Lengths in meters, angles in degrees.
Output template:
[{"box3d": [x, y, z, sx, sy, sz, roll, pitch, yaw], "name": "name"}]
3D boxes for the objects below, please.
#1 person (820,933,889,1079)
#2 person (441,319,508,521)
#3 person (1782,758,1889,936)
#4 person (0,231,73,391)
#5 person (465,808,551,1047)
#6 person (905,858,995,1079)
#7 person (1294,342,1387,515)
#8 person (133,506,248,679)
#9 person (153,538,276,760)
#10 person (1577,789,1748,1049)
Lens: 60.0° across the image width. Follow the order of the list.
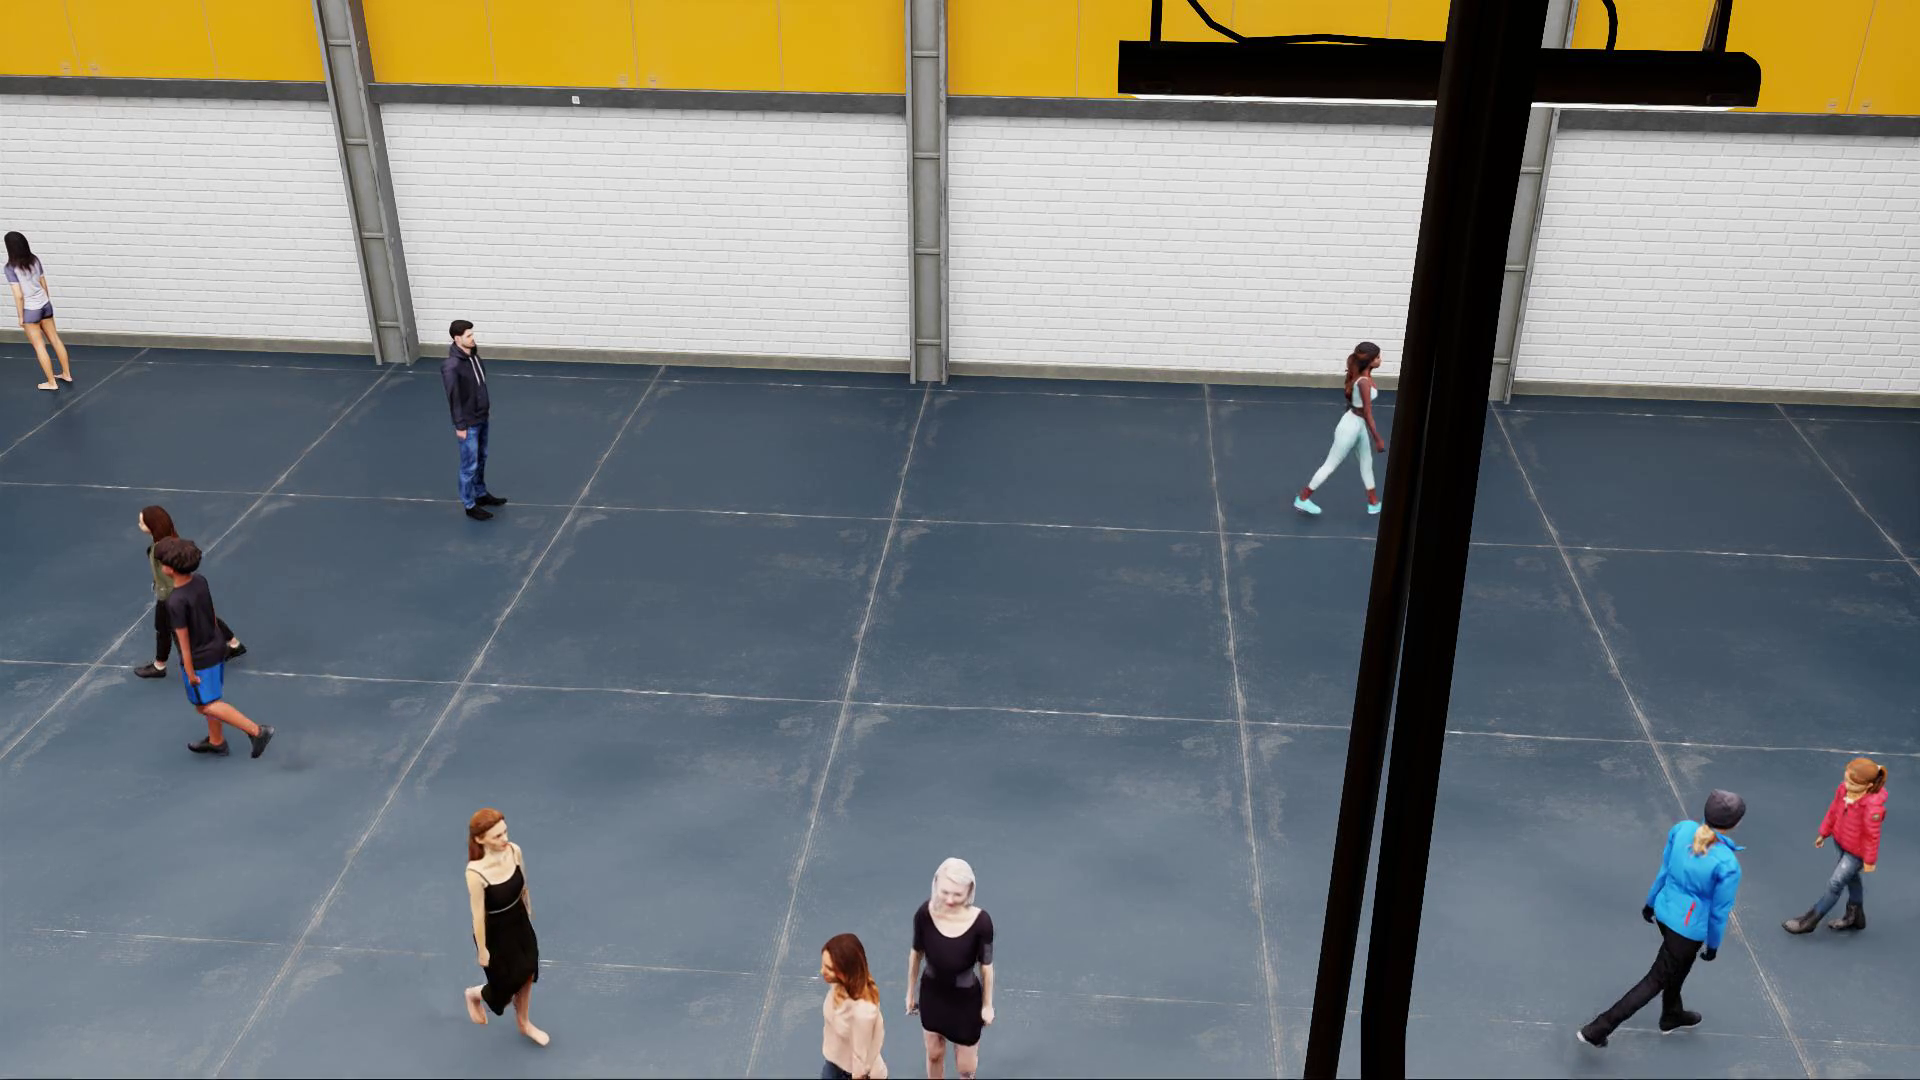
[{"box3d": [-0.424, 2.642, 8.302, 1.210, 1.753, 1.007, -14, 32, -24], "name": "person"}, {"box3d": [-4.437, -1.112, 15.040, 0.583, 1.892, 0.692, 5, 29, 9], "name": "person"}, {"box3d": [5.536, 1.881, 10.187, 0.804, 1.285, 0.583, -2, 29, -5], "name": "person"}, {"box3d": [-9.815, -2.444, 17.647, 0.598, 1.733, 0.635, 10, 30, 18], "name": "person"}, {"box3d": [-2.622, 2.165, 9.324, 0.884, 1.613, 0.765, 17, 33, 28], "name": "person"}, {"box3d": [-0.013, 2.369, 8.733, 0.667, 1.819, 0.751, 9, 30, 16], "name": "person"}, {"box3d": [3.444, -0.956, 14.973, 1.170, 1.682, 0.650, 5, 29, 10], "name": "person"}, {"box3d": [-5.938, 0.388, 12.763, 1.109, 1.440, 0.809, -8, 30, -14], "name": "person"}, {"box3d": [-5.239, 0.797, 11.656, 0.934, 1.780, 0.592, 3, 29, 5], "name": "person"}, {"box3d": [3.900, 2.154, 9.188, 1.201, 1.763, 0.891, -8, 30, -15], "name": "person"}]
